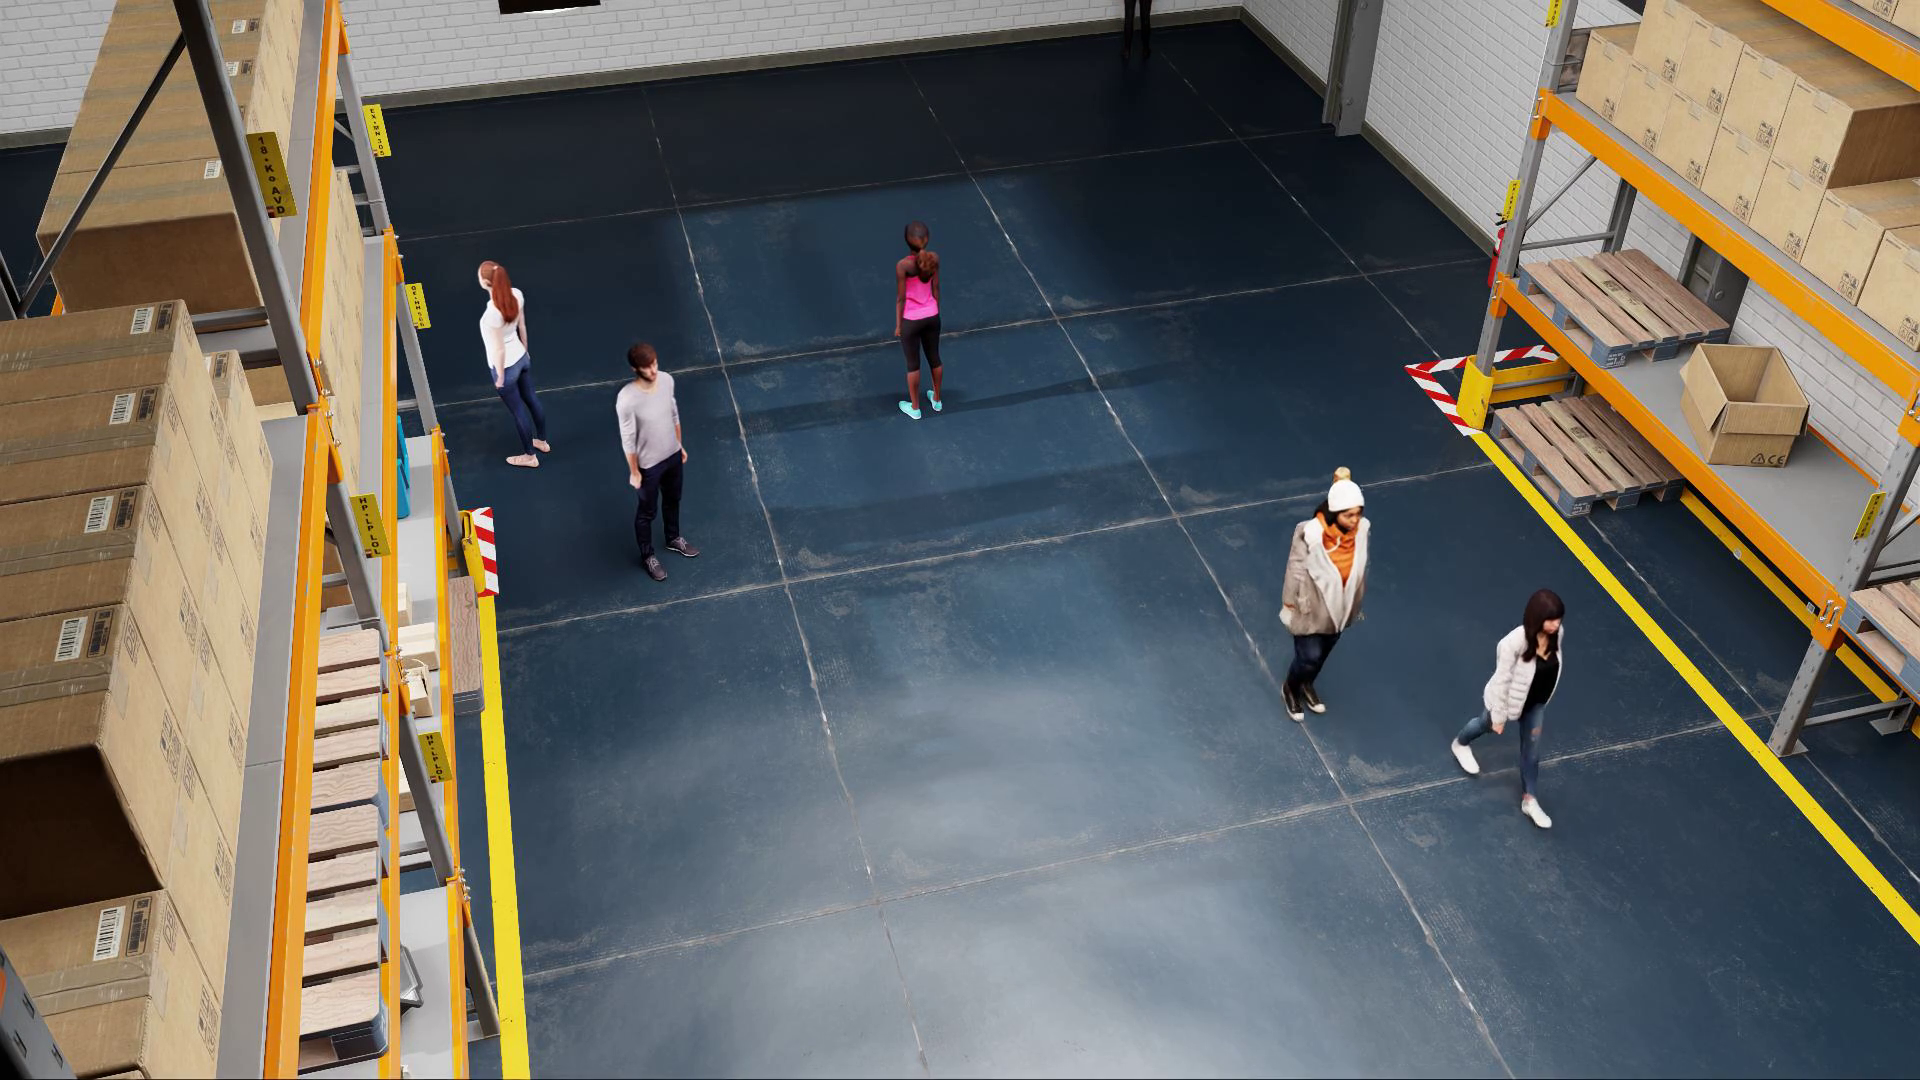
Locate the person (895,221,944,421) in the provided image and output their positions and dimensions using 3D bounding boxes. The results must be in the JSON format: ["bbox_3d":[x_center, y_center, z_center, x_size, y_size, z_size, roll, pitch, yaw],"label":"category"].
[{"bbox_3d":[-0.320,-1.745,13.187,0.609,1.722,0.614,-19,42,-23],"label":"person"}]

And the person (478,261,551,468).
[{"bbox_3d":[-3.406,-1.338,12.665,0.723,1.738,0.633,12,40,15],"label":"person"}]

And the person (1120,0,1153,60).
[{"bbox_3d":[2.038,-6.312,18.971,0.637,1.642,0.610,2,39,3],"label":"person"}]

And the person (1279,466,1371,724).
[{"bbox_3d":[2.243,0.301,10.498,0.744,1.881,0.695,-15,41,-18],"label":"person"}]

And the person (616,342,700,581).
[{"bbox_3d":[-2.135,-0.587,11.642,0.745,1.842,0.730,27,46,29],"label":"person"}]

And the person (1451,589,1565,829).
[{"bbox_3d":[3.285,0.896,9.983,0.727,1.595,1.100,-14,41,-17],"label":"person"}]
